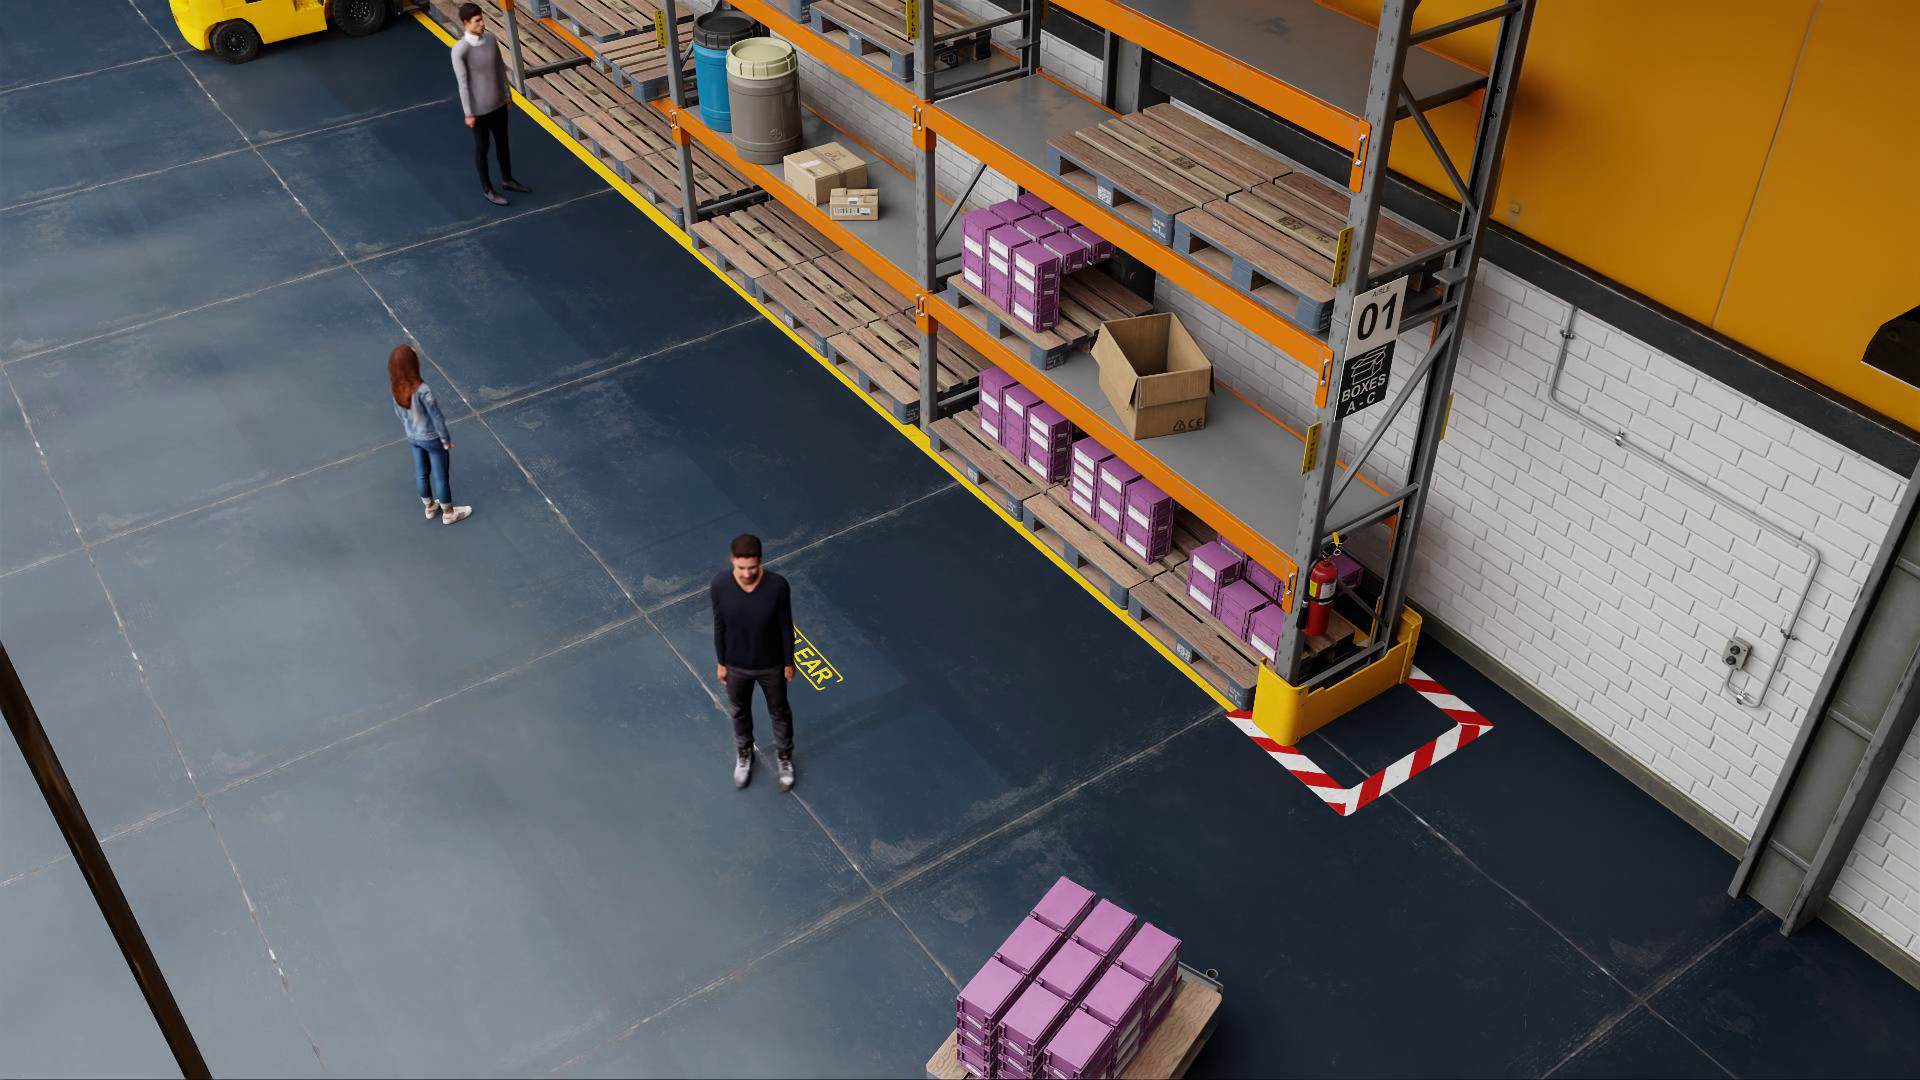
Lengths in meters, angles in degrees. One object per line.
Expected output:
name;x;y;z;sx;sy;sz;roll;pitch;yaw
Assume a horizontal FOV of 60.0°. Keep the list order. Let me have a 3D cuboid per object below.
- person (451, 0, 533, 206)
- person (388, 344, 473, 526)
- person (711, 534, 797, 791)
person;-4.542;-4.174;15.859;0.797;1.923;0.834;21;43;24
person;-3.847;-0.759;11.941;0.578;1.477;0.702;19;43;23
person;-1.208;0.695;9.807;0.720;1.867;0.749;0;39;0
